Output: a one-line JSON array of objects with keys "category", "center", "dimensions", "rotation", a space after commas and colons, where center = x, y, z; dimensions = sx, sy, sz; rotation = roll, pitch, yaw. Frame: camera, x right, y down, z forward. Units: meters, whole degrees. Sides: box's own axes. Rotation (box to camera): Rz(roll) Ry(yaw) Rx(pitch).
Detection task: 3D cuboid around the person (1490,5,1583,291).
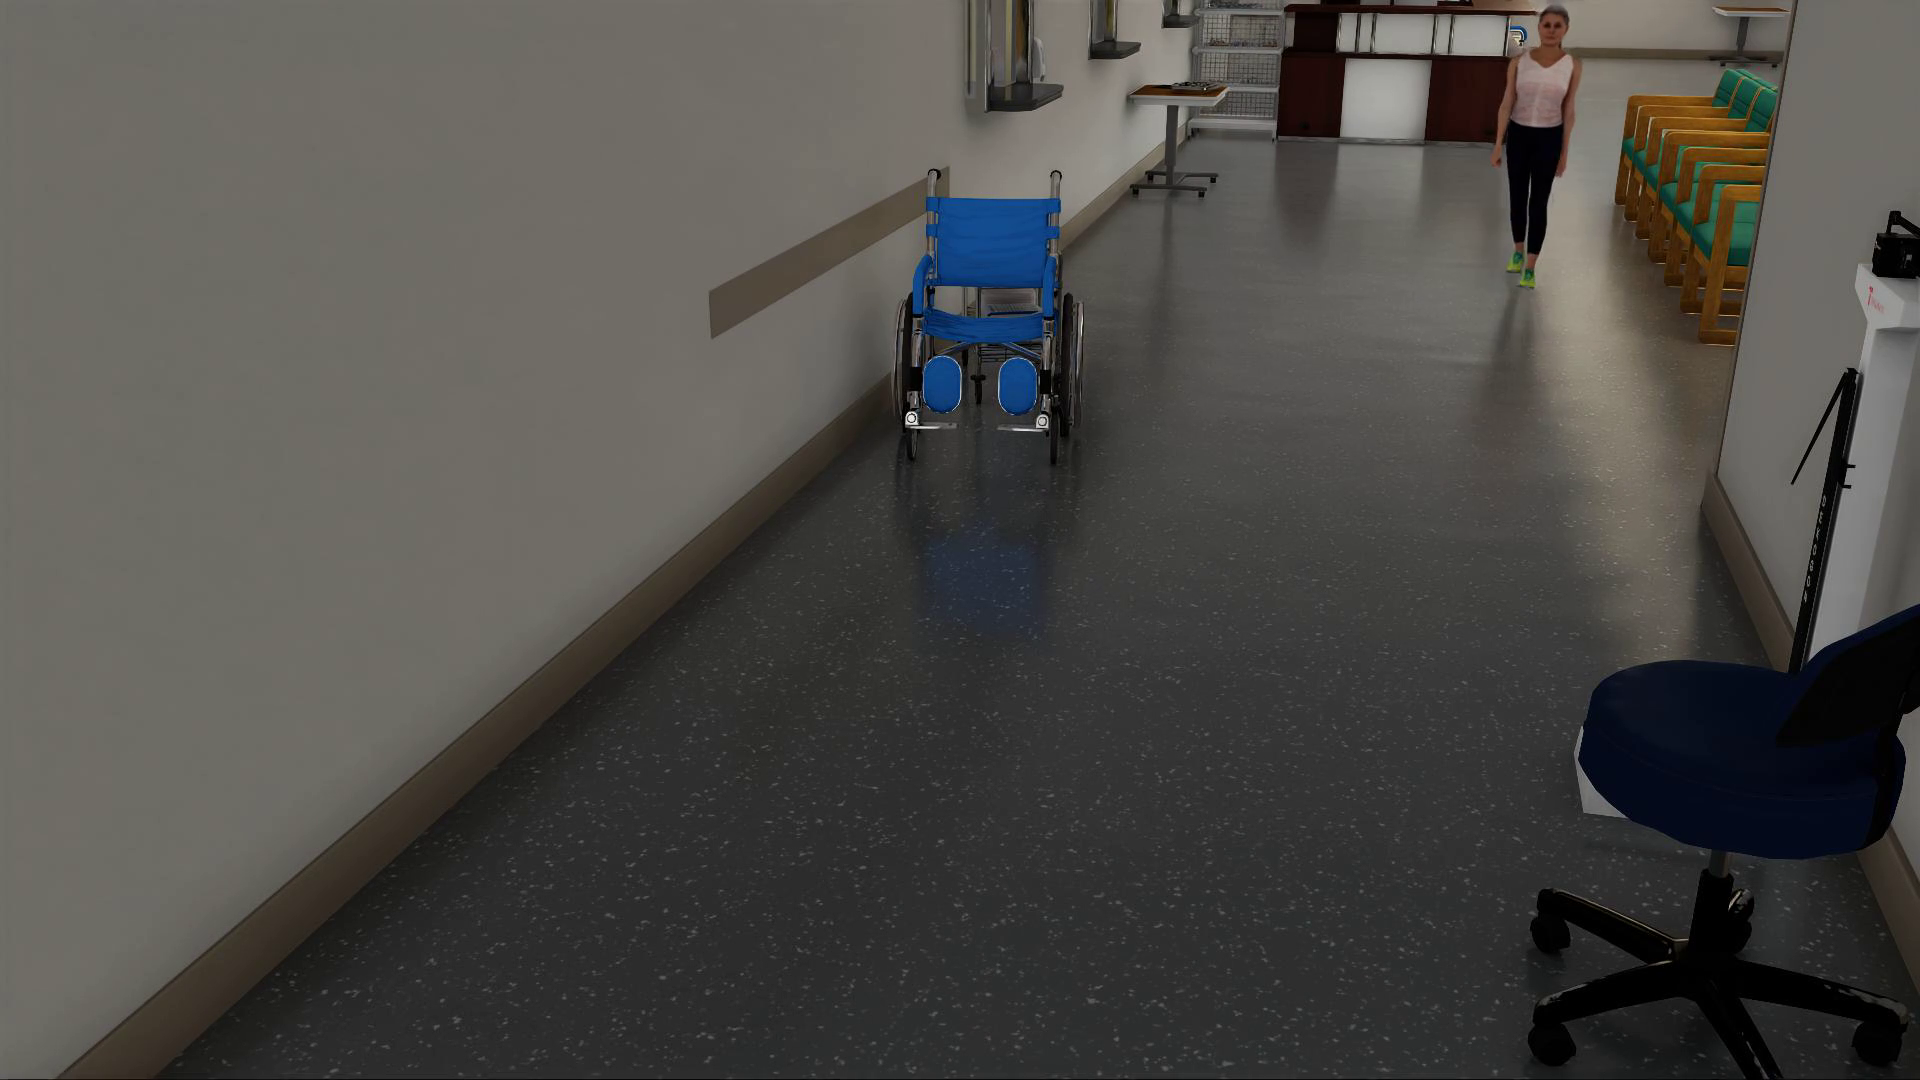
[{"category": "person", "center": [3.578, -2.448, 10.406], "dimensions": [1.042, 1.667, 0.806], "rotation": [10, 23, 24]}]
